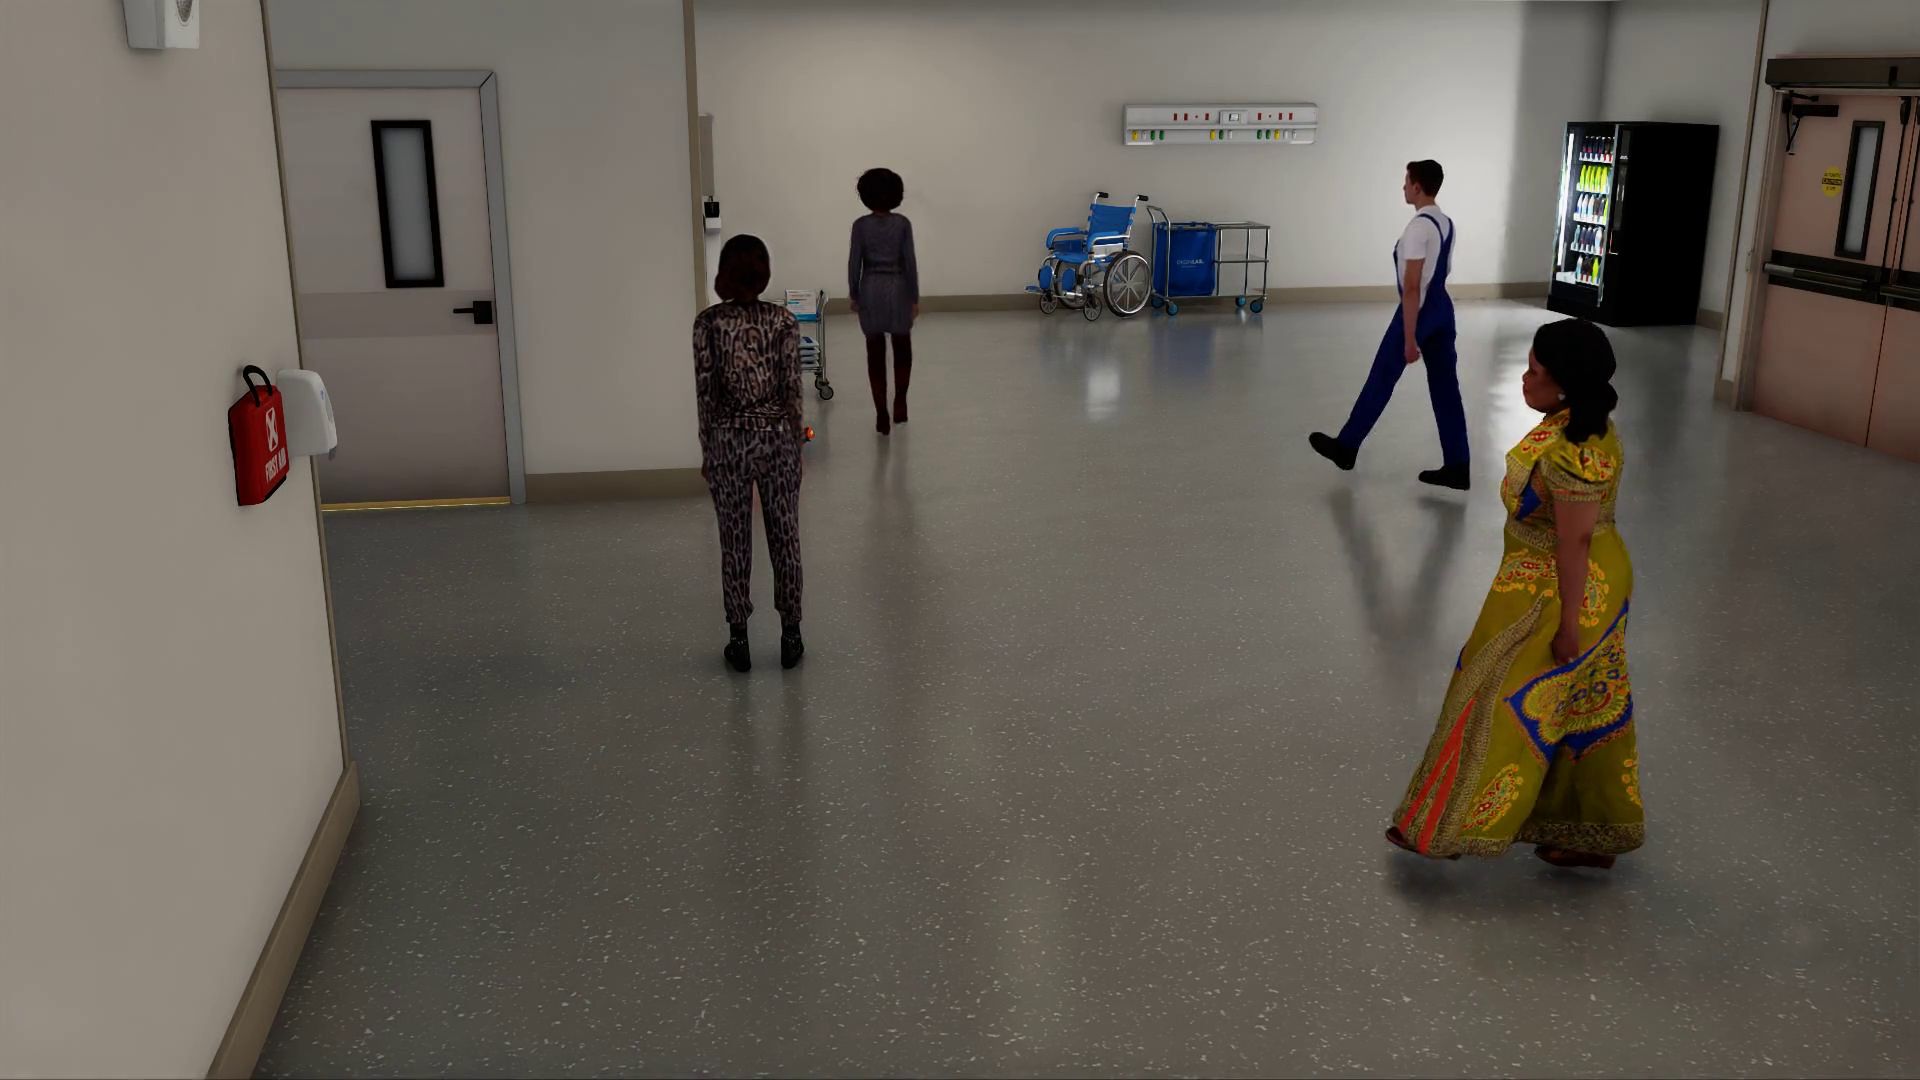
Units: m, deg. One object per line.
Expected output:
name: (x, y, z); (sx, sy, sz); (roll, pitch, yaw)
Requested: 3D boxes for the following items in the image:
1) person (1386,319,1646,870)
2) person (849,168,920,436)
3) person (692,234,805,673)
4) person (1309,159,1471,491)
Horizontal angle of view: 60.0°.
person: (1.797, 0.206, 4.733); (1.095, 1.634, 1.075); (6, 17, 20)
person: (-0.488, -1.510, 10.709); (0.656, 1.696, 0.702); (-1, 16, -2)
person: (-0.812, -0.333, 6.500); (0.564, 1.713, 0.550); (-2, 16, -8)
person: (2.653, -1.147, 9.241); (1.105, 1.793, 1.314); (-15, 21, -42)
